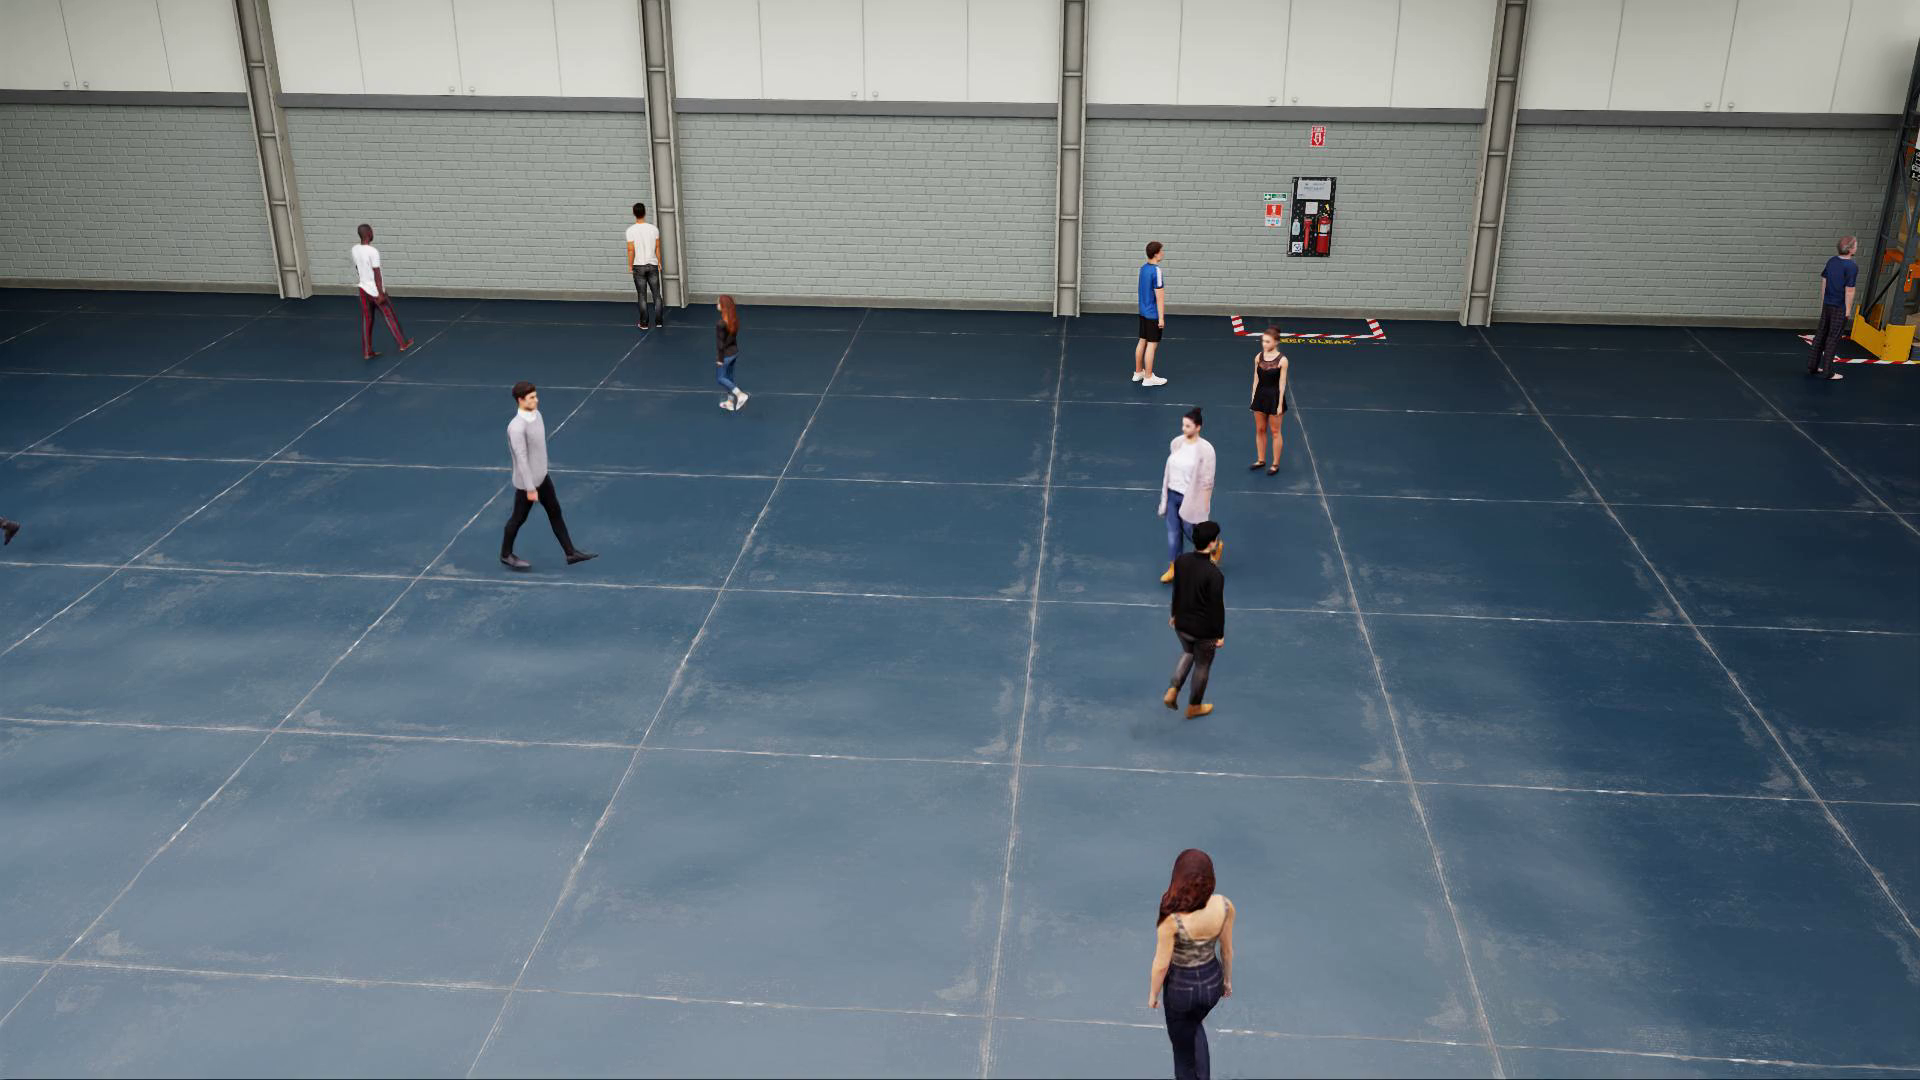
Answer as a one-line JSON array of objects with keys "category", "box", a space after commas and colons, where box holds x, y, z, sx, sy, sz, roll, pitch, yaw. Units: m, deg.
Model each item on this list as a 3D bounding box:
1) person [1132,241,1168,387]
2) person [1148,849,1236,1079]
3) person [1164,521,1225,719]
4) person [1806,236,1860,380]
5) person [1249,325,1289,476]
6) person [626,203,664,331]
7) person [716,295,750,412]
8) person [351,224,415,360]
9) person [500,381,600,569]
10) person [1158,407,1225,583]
[{"category": "person", "box": [2.464, -2.951, 21.549, 0.752, 1.865, 0.752, -10, 25, -22]}, {"category": "person", "box": [1.296, 2.479, 8.911, 0.722, 1.761, 0.807, -10, 25, -22]}, {"category": "person", "box": [1.837, 0.667, 13.239, 0.902, 1.710, 0.842, -19, 29, -37]}, {"category": "person", "box": [11.467, -3.054, 21.783, 0.682, 1.872, 0.729, -7, 24, -15]}, {"category": "person", "box": [3.456, -1.570, 18.535, 0.674, 1.681, 0.752, 20, 30, 38]}, {"category": "person", "box": [-4.538, -3.948, 23.980, 0.654, 1.798, 0.778, -10, 25, -22]}, {"category": "person", "box": [-2.803, -2.285, 20.480, 0.798, 1.475, 0.690, 10, 25, 22]}, {"category": "person", "box": [-8.031, -3.341, 22.536, 1.046, 1.810, 1.006, 13, 26, 28]}, {"category": "person", "box": [-4.206, -0.582, 15.972, 1.232, 1.870, 0.845, 4, 23, 10]}, {"category": "person", "box": [2.228, -0.435, 15.809, 1.075, 1.726, 1.017, -18, 29, -36]}]
